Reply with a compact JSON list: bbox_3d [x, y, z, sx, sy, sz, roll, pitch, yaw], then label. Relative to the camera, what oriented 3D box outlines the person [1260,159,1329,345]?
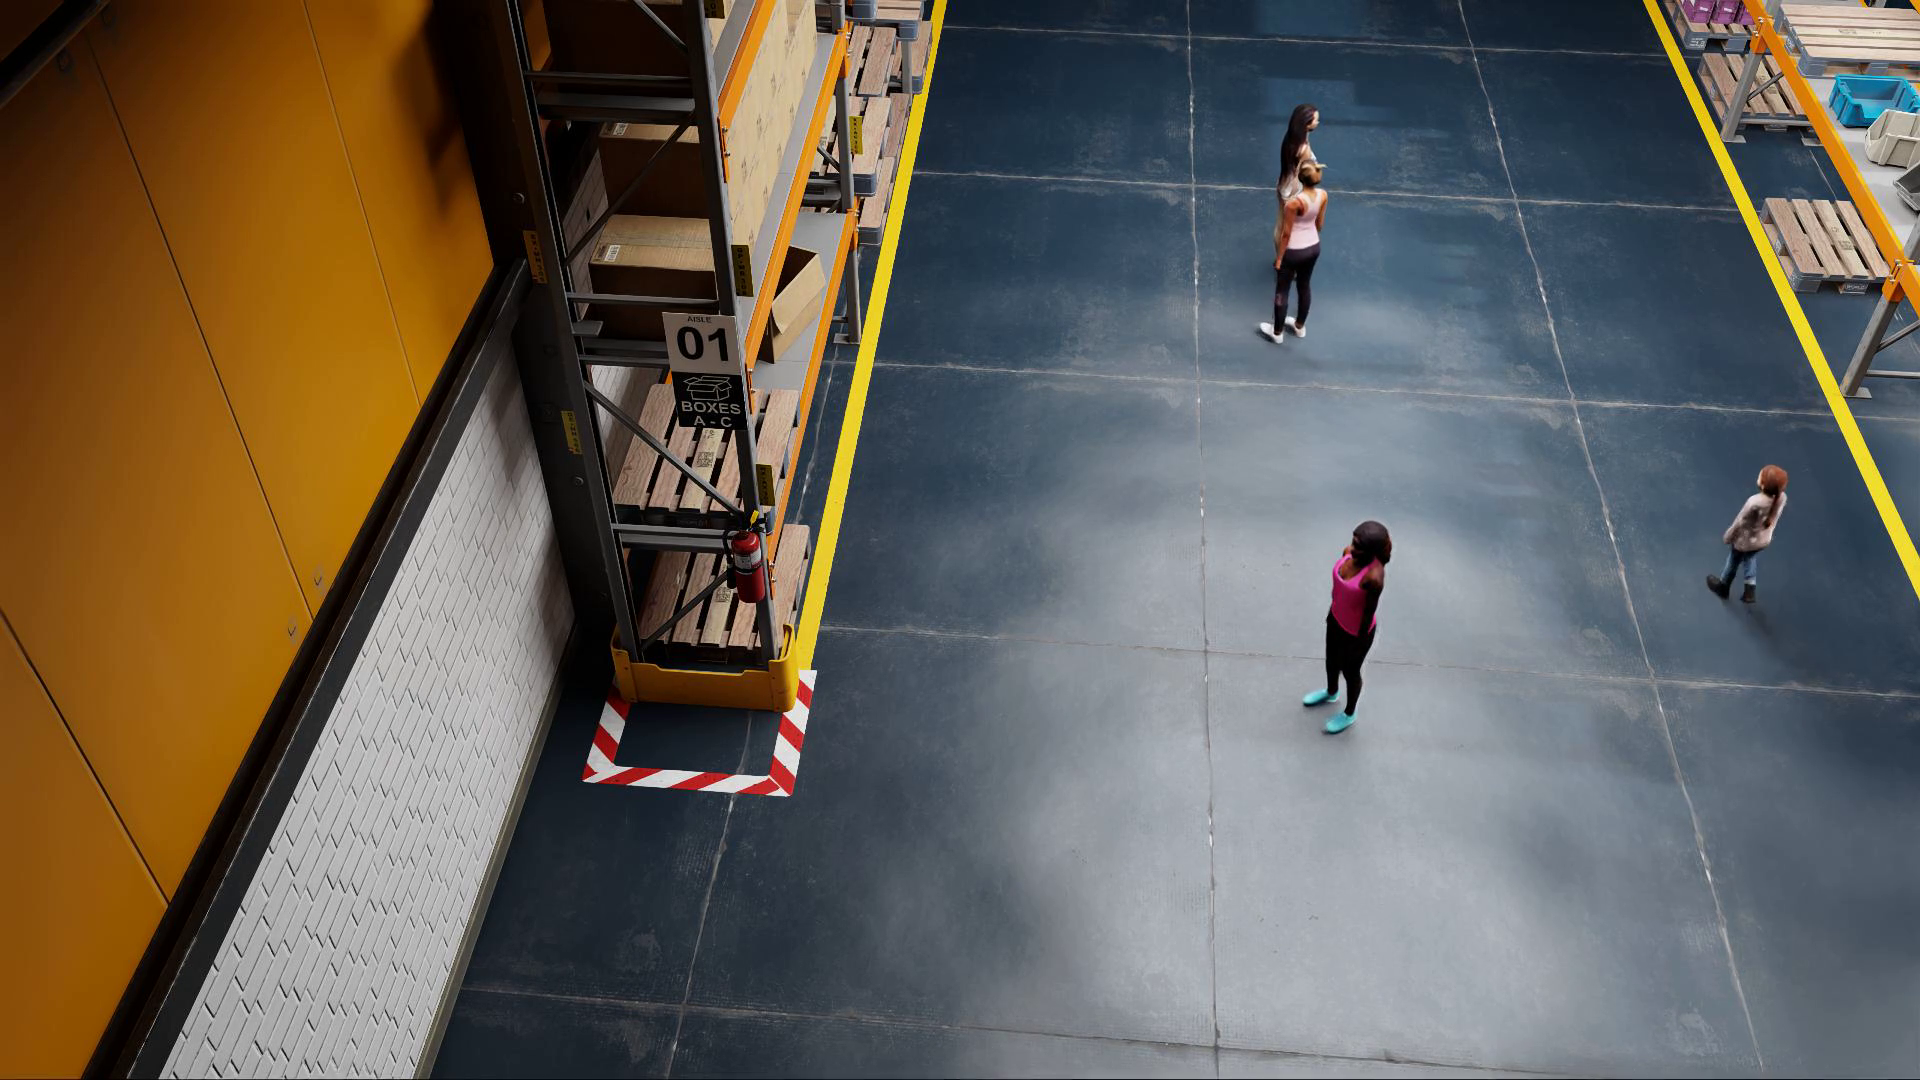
[{"bbox_3d":[2.761,-2.330,13.459,0.648,1.643,0.679,-21,47,-20],"label":"person"}]

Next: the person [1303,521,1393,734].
[{"bbox_3d":[2.469,0.520,10.410,0.695,1.722,0.600,-14,45,-14],"label":"person"}]

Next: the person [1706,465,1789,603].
[{"bbox_3d":[5.433,-0.005,11.349,0.601,1.188,0.698,-9,44,-10],"label":"person"}]

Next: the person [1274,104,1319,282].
[{"bbox_3d":[2.810,-2.937,14.089,0.677,1.653,0.620,-27,50,-25],"label":"person"}]
